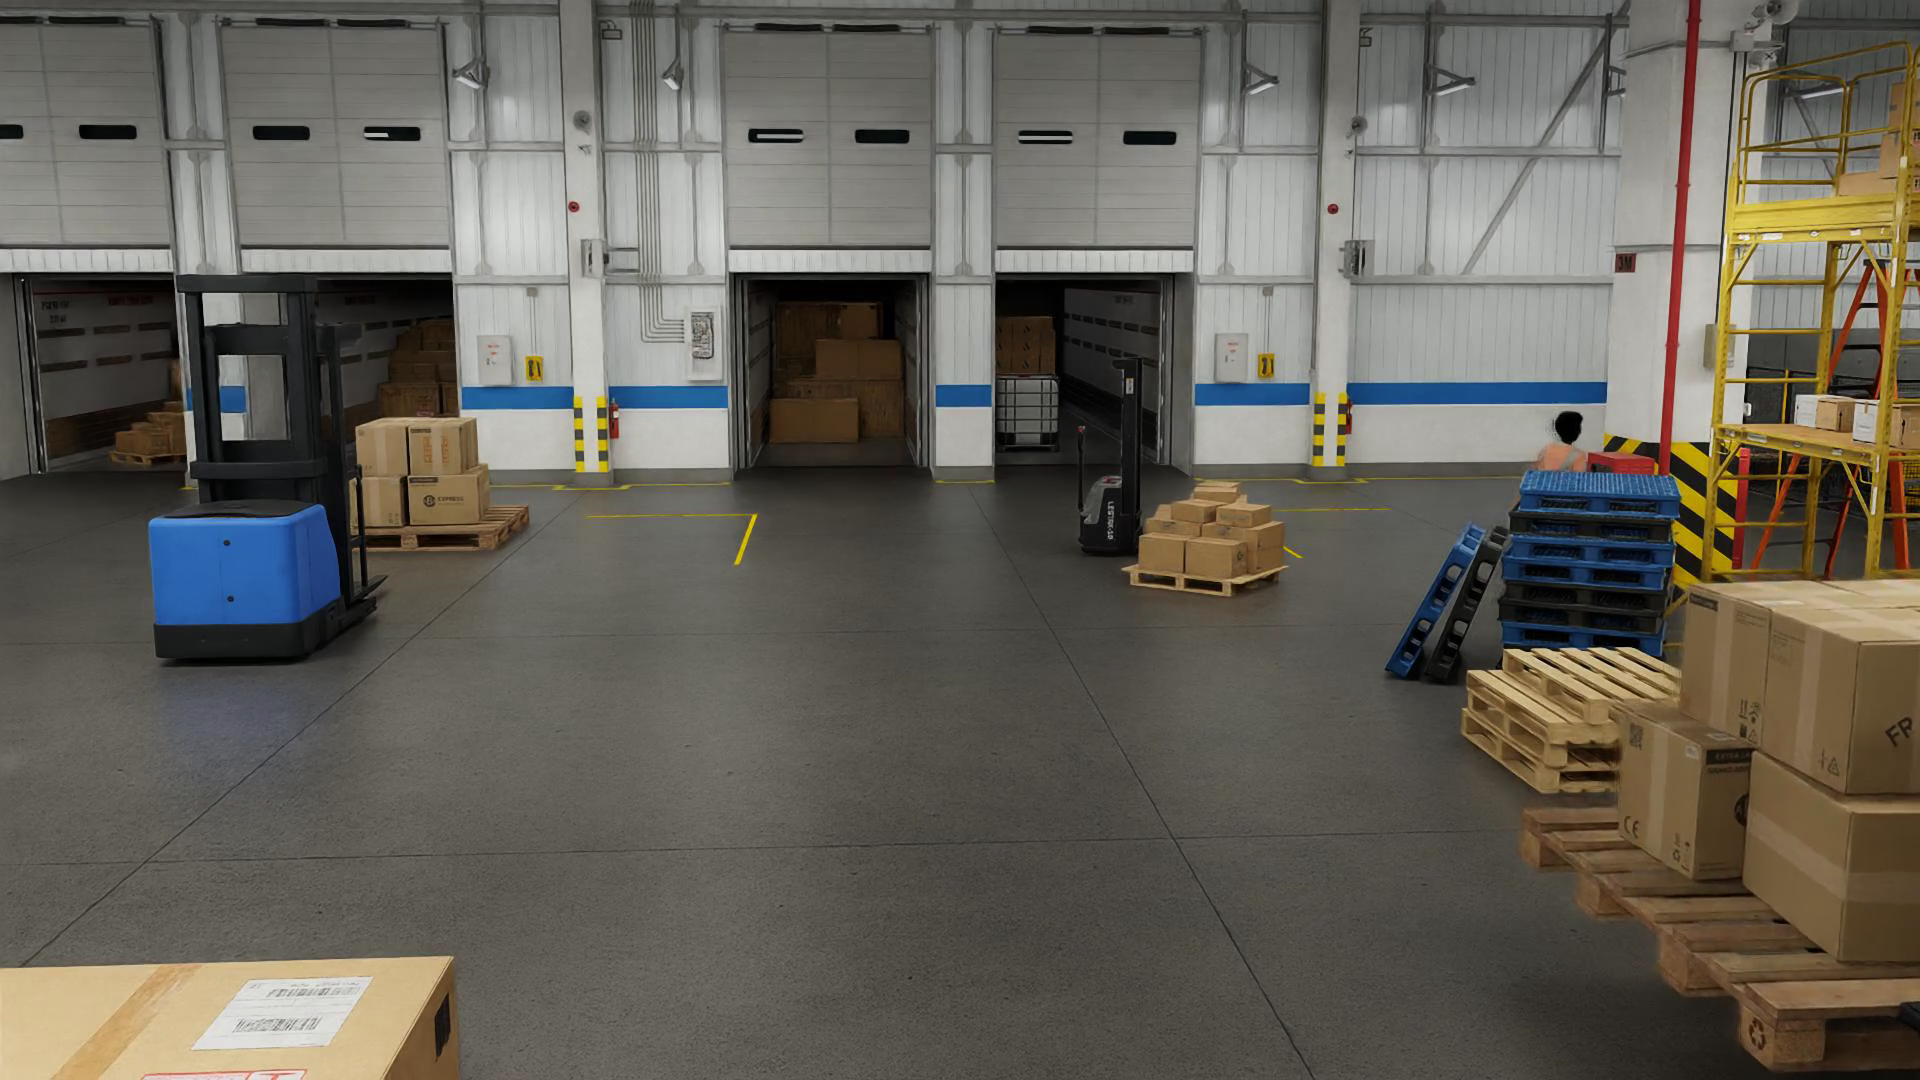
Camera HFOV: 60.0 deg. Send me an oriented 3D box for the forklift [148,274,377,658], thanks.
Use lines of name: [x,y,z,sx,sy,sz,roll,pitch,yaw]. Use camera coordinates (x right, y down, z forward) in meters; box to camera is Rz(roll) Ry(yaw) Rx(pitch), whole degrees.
forklift: [-5.348,-0.627,12.681,1.129,2.768,1.873,-1,9,-4]

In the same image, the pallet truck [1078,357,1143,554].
pallet truck: [2.088,-0.836,16.757,1.885,1.965,0.823,2,9,13]

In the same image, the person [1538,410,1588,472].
person: [5.114,-0.280,14.263,0.668,1.675,0.545,-4,10,-22]
